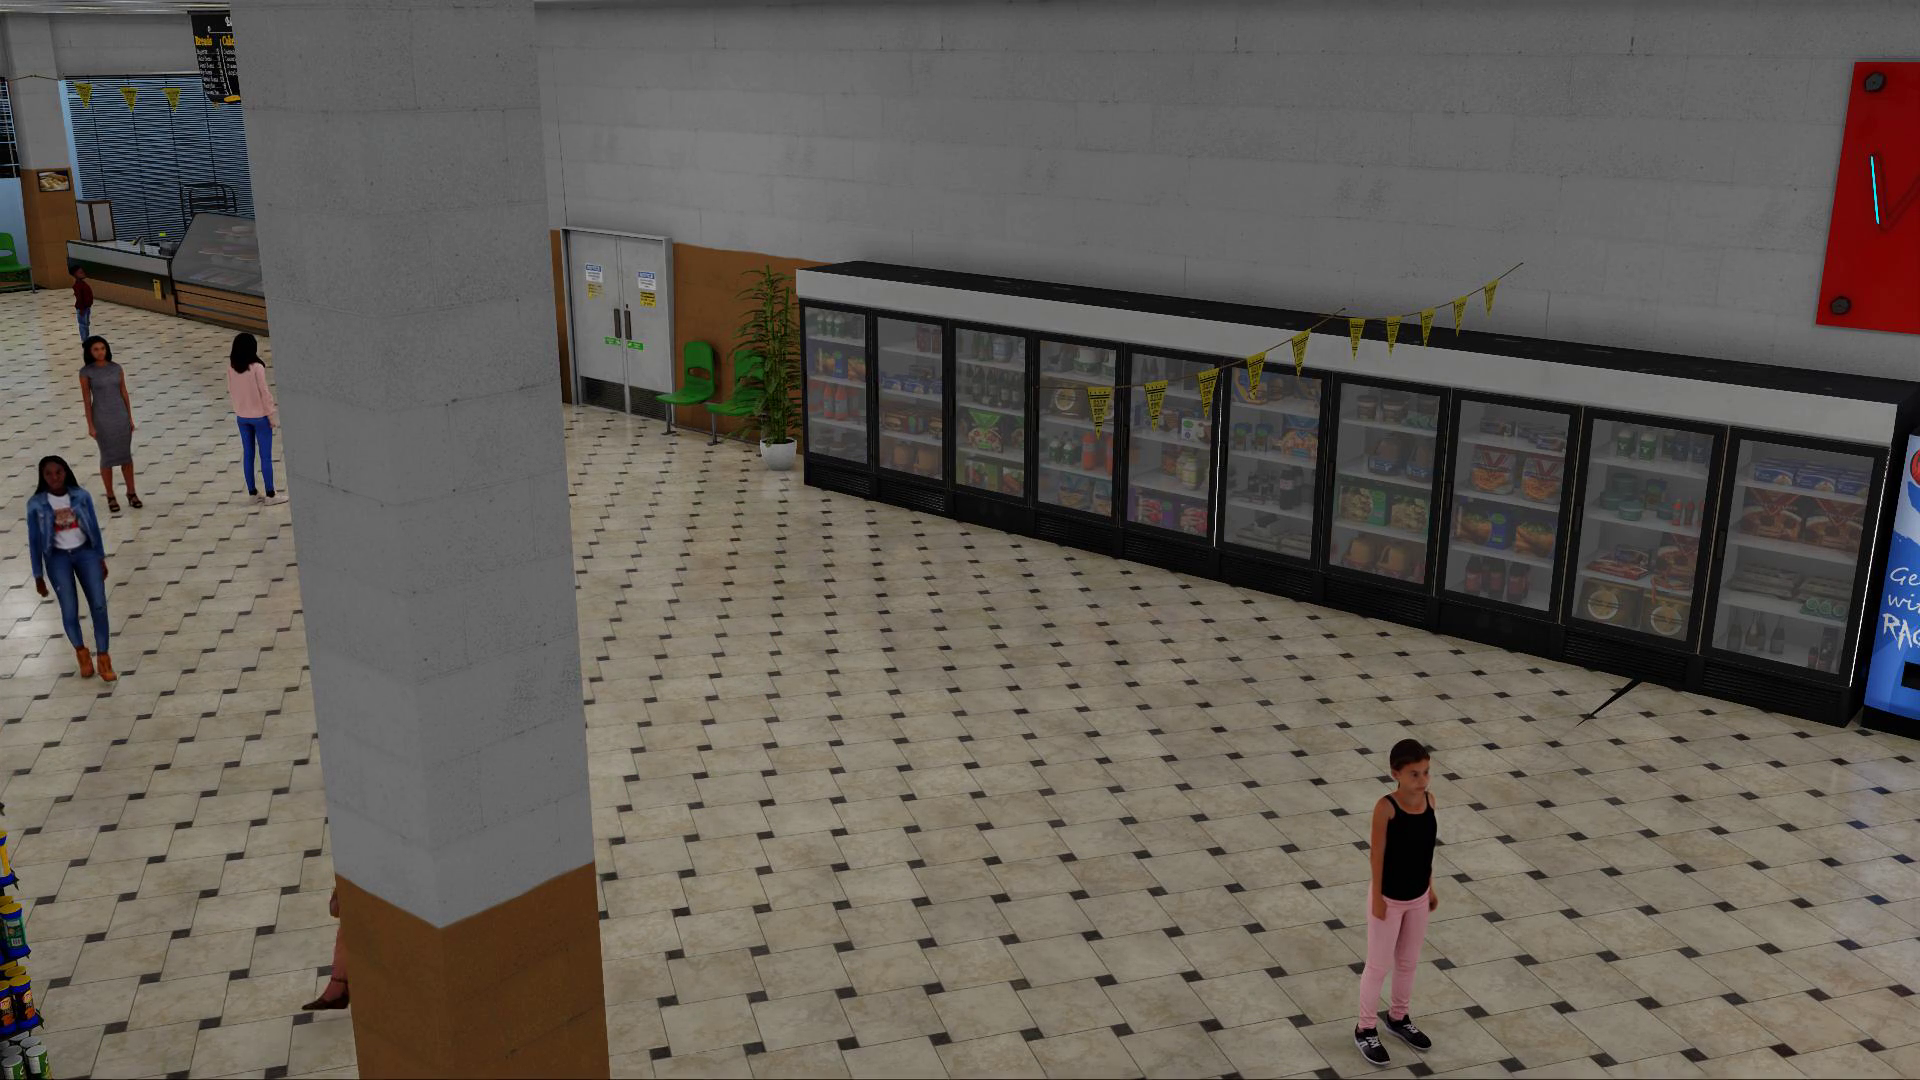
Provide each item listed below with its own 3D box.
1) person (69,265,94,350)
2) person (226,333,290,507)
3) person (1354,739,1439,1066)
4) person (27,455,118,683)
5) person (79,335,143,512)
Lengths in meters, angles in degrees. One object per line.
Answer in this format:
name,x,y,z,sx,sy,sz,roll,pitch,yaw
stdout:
person,-13.436,-3.575,25.472,0.633,1.256,0.586,-3,17,-11
person,-7.163,-1.227,16.857,0.711,1.770,0.677,6,18,18
person,2.039,1.652,7.727,0.561,1.565,0.659,-8,19,-25
person,-6.591,0.189,12.317,0.849,1.699,0.841,-11,20,-32
person,-8.517,-1.169,16.651,0.641,1.778,0.442,14,22,39
